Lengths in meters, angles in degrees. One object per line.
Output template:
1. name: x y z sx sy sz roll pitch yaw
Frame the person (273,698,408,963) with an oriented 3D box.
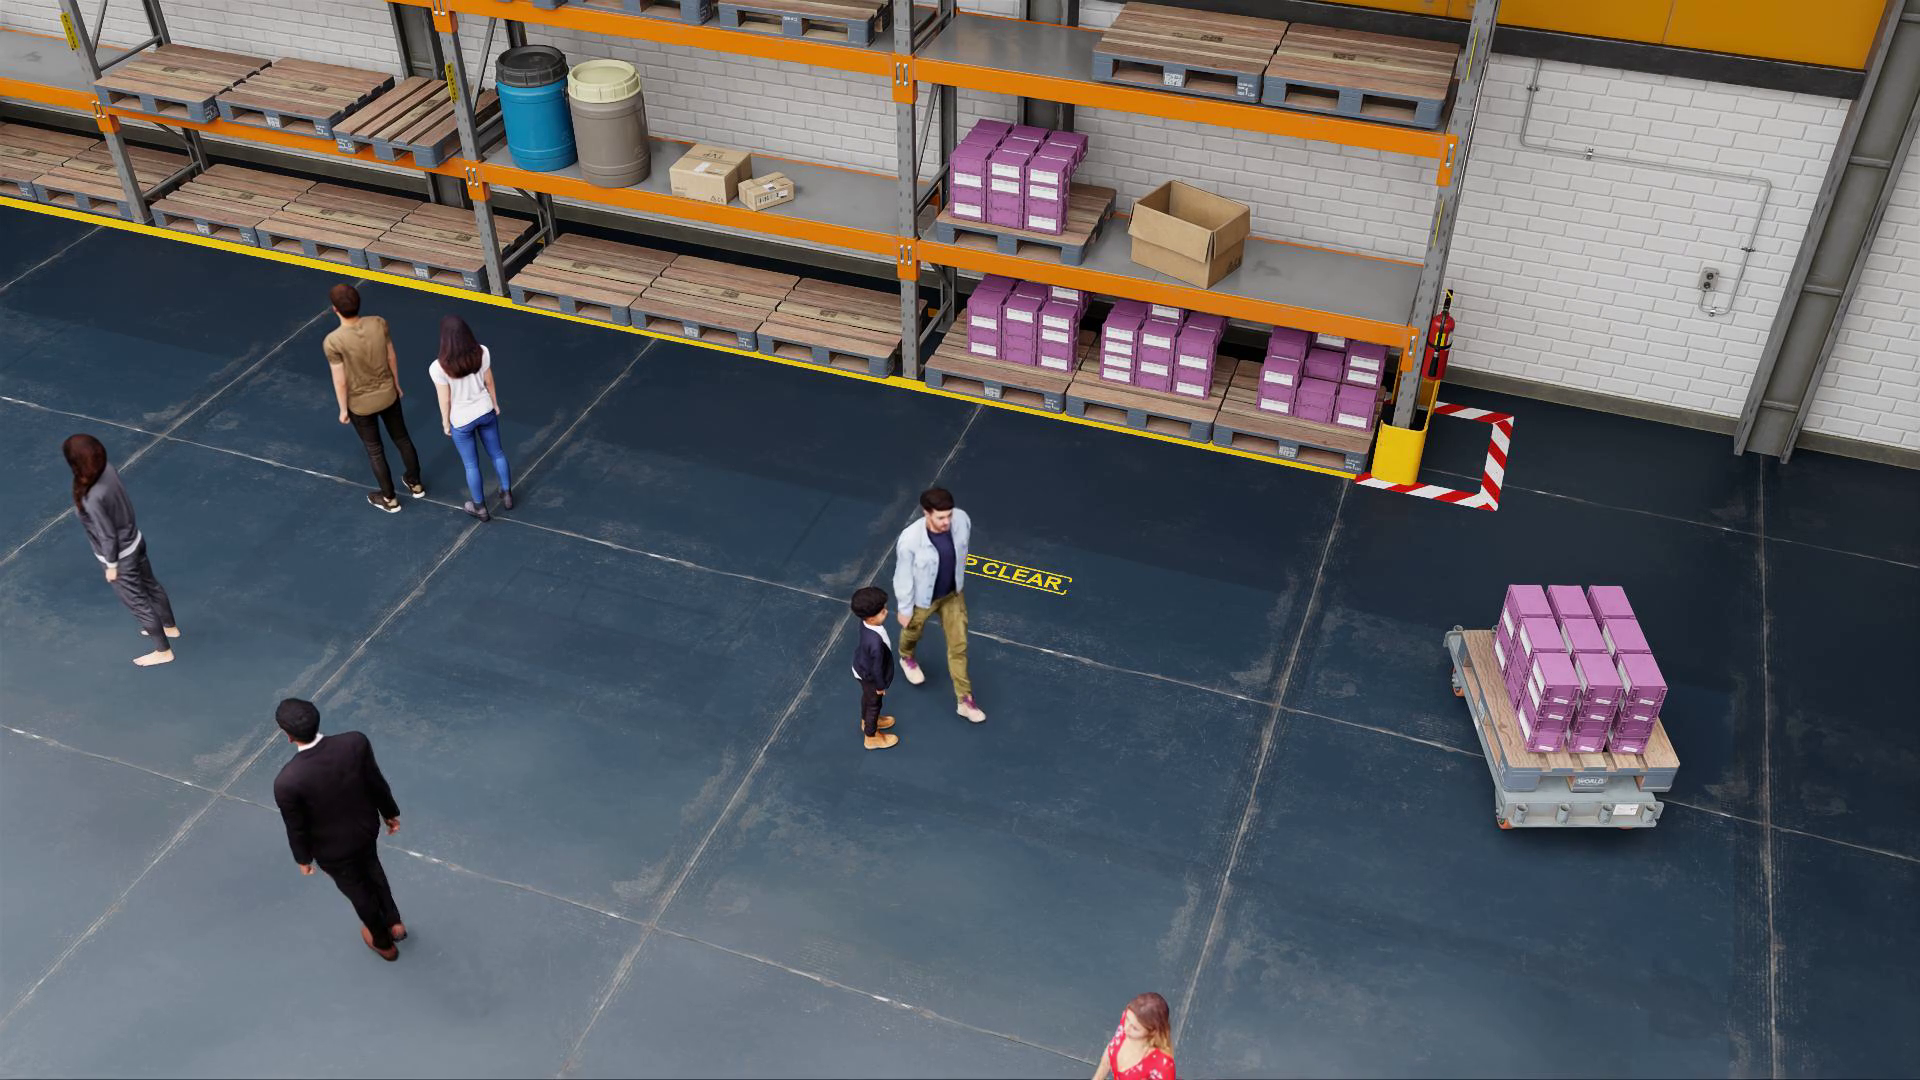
1. person: -3.189 1.586 8.768 0.800 1.868 0.823 30 47 32

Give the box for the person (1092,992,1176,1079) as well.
1. person: 0.918 2.594 7.754 1.087 1.558 0.967 -12 40 -15

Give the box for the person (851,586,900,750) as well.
1. person: -0.550 0.777 10.298 0.613 1.222 0.577 -9 39 -11

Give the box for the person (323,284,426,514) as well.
1. person: -4.261 -1.036 12.064 0.709 1.851 0.740 30 47 32

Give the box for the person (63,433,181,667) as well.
1. person: -5.429 0.046 10.776 0.687 1.767 0.689 -6 39 -7

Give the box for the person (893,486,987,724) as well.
1. person: -0.200 0.302 10.472 1.134 1.748 1.228 -19 42 -22

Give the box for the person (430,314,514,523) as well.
1. person: -3.512 -0.874 11.994 0.677 1.685 0.680 -29 47 -31
